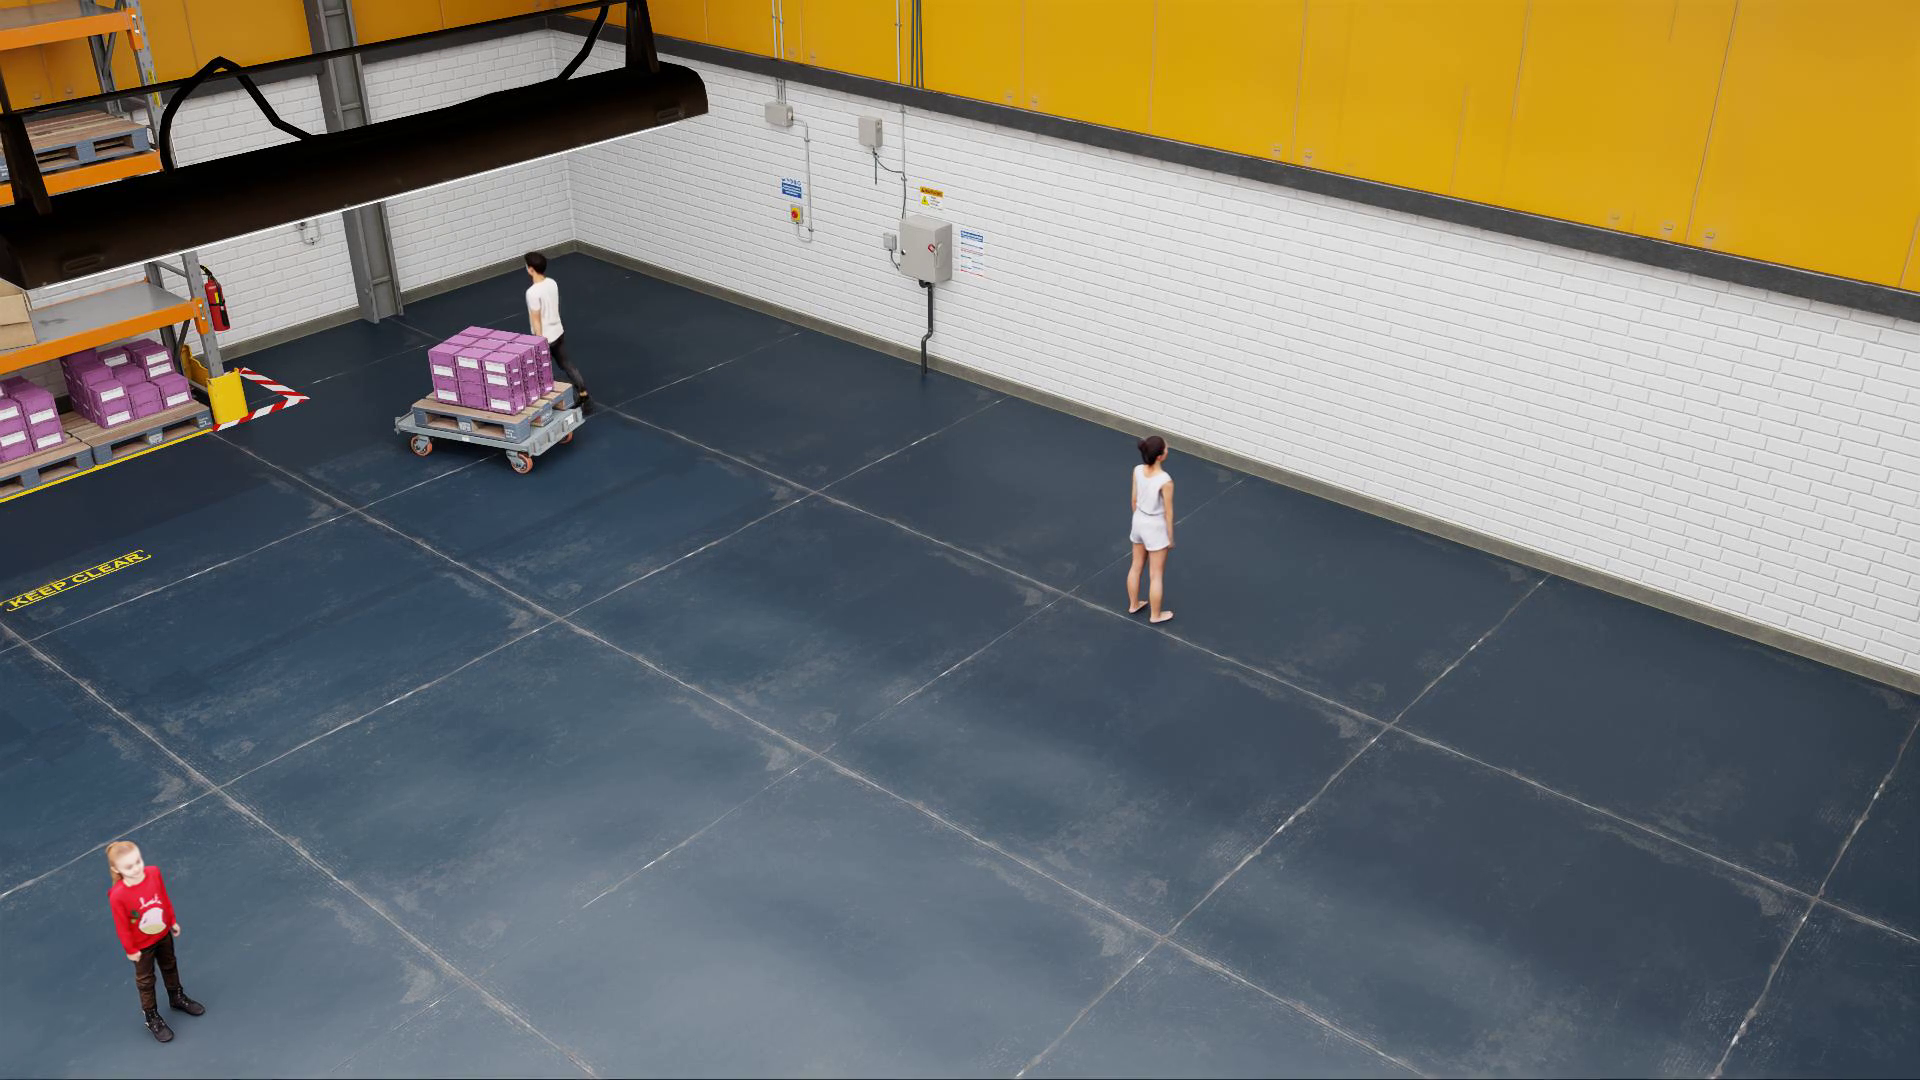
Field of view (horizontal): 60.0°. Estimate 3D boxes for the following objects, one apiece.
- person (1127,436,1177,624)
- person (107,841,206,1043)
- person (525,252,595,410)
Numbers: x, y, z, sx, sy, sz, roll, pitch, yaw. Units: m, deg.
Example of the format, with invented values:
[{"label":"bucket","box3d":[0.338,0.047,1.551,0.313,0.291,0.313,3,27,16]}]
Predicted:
[{"label":"person","box3d":[1.530,-0.093,13.378,0.588,1.601,0.602,-23,36,-35]},{"label":"person","box3d":[-4.602,2.239,9.438,0.604,1.281,0.490,13,31,22]},{"label":"person","box3d":[-4.132,-2.085,16.942,0.929,1.685,1.118,12,31,21]}]
